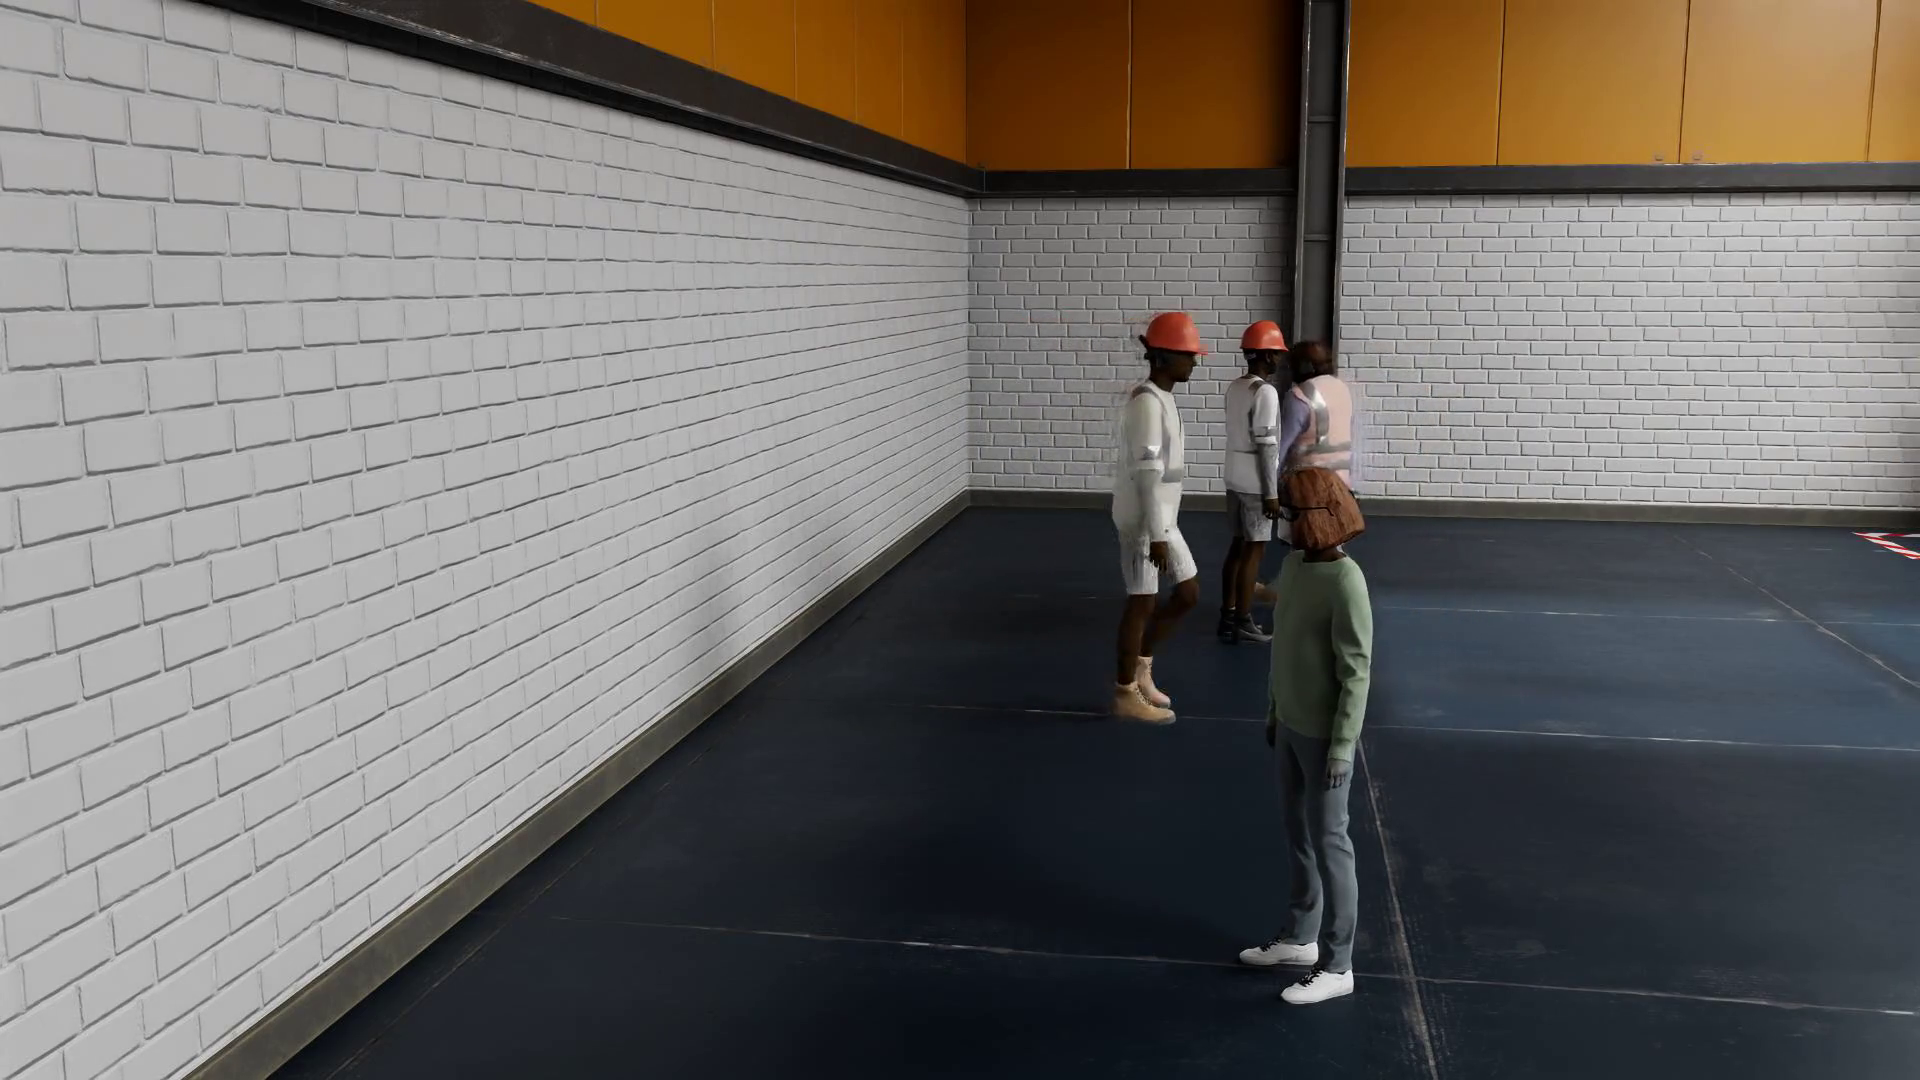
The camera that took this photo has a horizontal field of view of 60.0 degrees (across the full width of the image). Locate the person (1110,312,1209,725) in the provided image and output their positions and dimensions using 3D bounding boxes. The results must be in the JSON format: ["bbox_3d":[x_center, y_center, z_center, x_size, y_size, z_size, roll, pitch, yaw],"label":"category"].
[{"bbox_3d":[0.956,-0.089,8.103,0.465,2.026,0.636,3,10,20],"label":"person"}]

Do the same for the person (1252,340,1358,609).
[{"bbox_3d":[2.151,-0.354,10.460,0.919,1.784,0.619,8,12,43],"label":"person"}]

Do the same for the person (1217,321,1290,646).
[{"bbox_3d":[1.767,-0.337,9.938,0.389,1.931,0.544,-2,9,-13],"label":"person"}]

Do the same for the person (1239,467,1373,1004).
[{"bbox_3d":[1.073,0.588,5.096,0.274,1.632,0.507,-2,9,-14],"label":"person"}]
